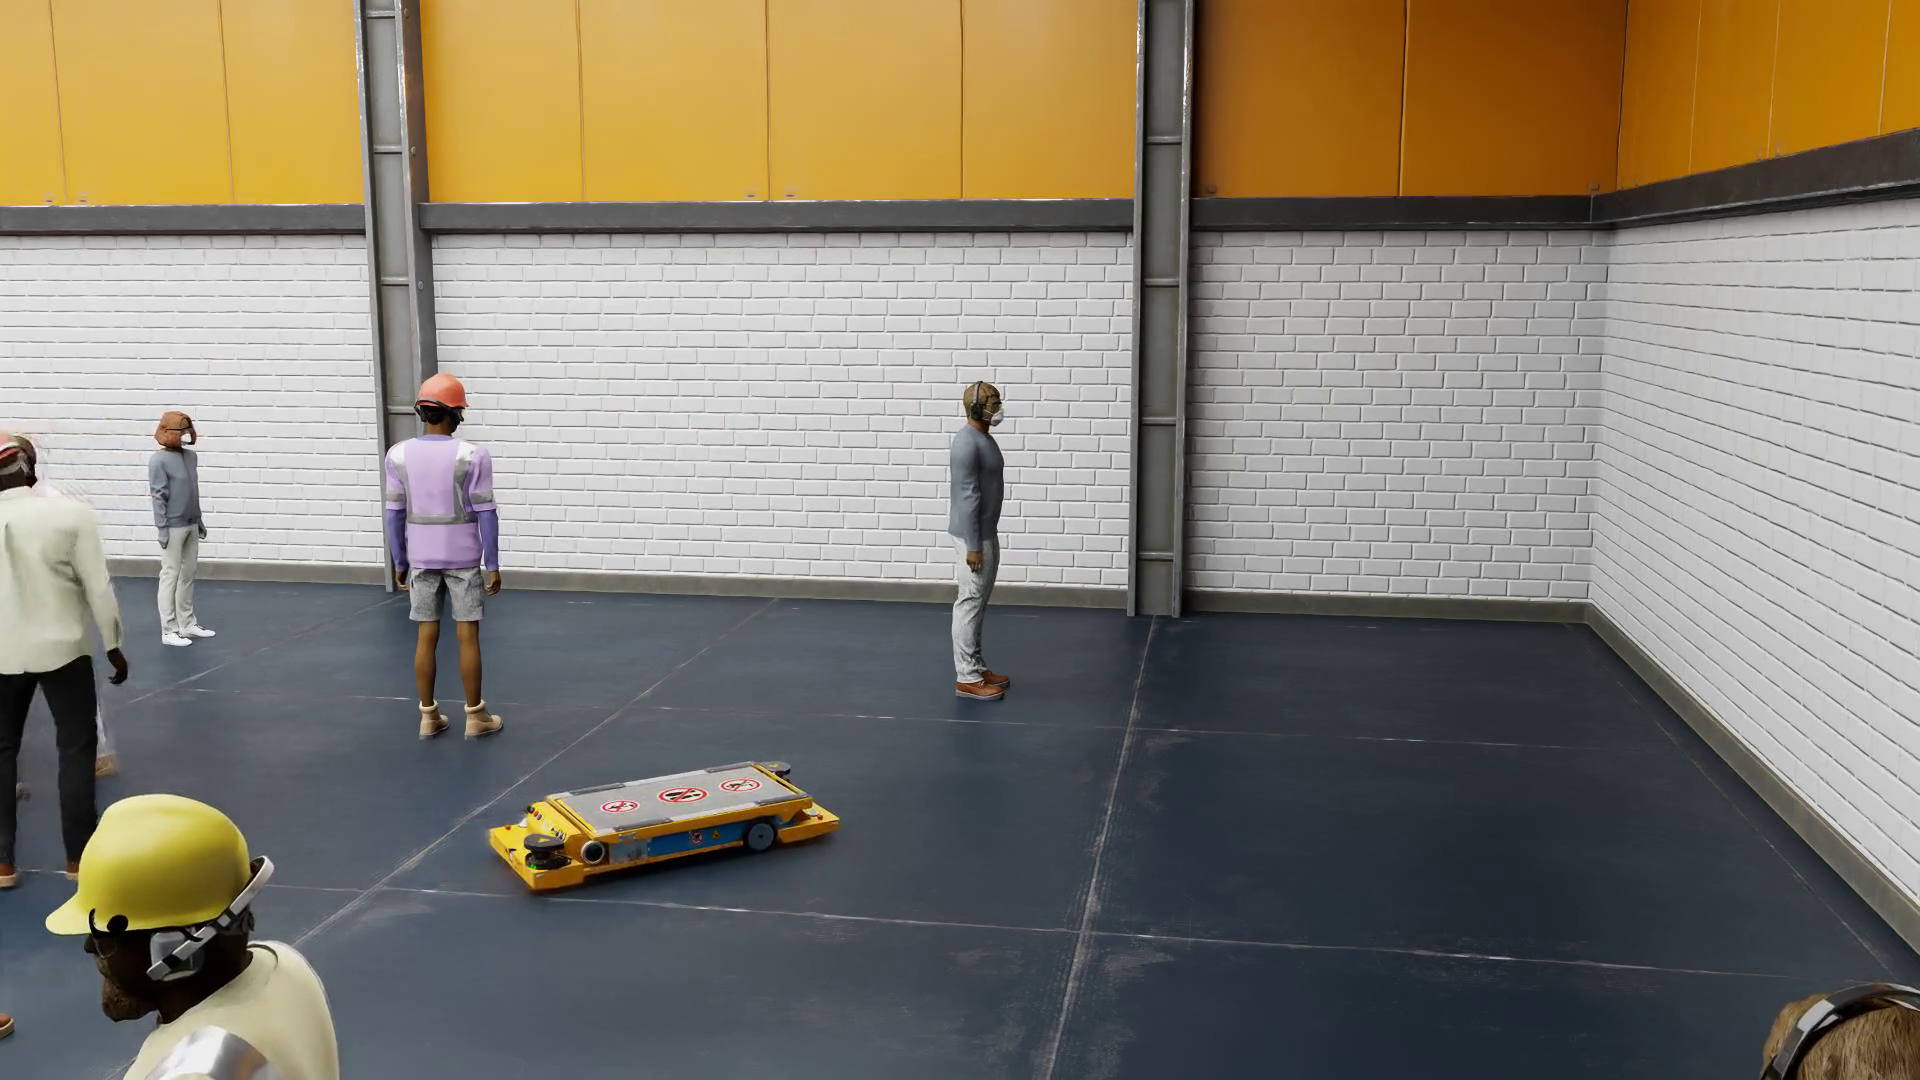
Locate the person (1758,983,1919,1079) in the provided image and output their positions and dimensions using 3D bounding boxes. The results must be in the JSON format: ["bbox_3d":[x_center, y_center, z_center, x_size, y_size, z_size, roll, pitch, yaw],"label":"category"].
[{"bbox_3d":[0.861,1.371,1.707,0.632,1.939,0.368,-2,9,-13],"label":"person"}]

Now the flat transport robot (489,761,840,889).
[{"bbox_3d":[-1.326,1.260,7.520,1.431,0.197,0.652,-6,11,-31],"label":"flat transport robot"}]

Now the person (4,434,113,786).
[{"bbox_3d":[-4.641,0.385,8.187,0.630,1.803,0.846,4,10,24],"label":"person"}]

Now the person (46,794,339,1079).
[{"bbox_3d":[-1.168,1.280,2.643,0.403,1.824,0.599,-1,9,-8],"label":"person"}]

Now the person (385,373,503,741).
[{"bbox_3d":[-2.845,0.097,9.240,0.615,2.041,0.386,1,9,5],"label":"person"}]

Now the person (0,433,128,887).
[{"bbox_3d":[-3.923,0.510,7.022,0.720,1.948,0.424,-1,9,-5],"label":"person"}]

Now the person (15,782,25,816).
[{"bbox_3d":[-4.538,0.606,7.257,0.533,1.665,0.741,3,10,16],"label":"person"}]

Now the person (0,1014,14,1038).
[{"bbox_3d":[-3.341,0.749,5.366,0.393,1.992,0.622,-3,10,-18],"label":"person"}]

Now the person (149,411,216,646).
[{"bbox_3d":[-5.455,-0.087,11.637,0.265,1.632,0.507,1,9,7],"label":"person"}]

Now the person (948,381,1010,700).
[{"bbox_3d":[0.120,-0.005,10.197,0.372,1.940,0.631,2,9,10],"label":"person"}]
